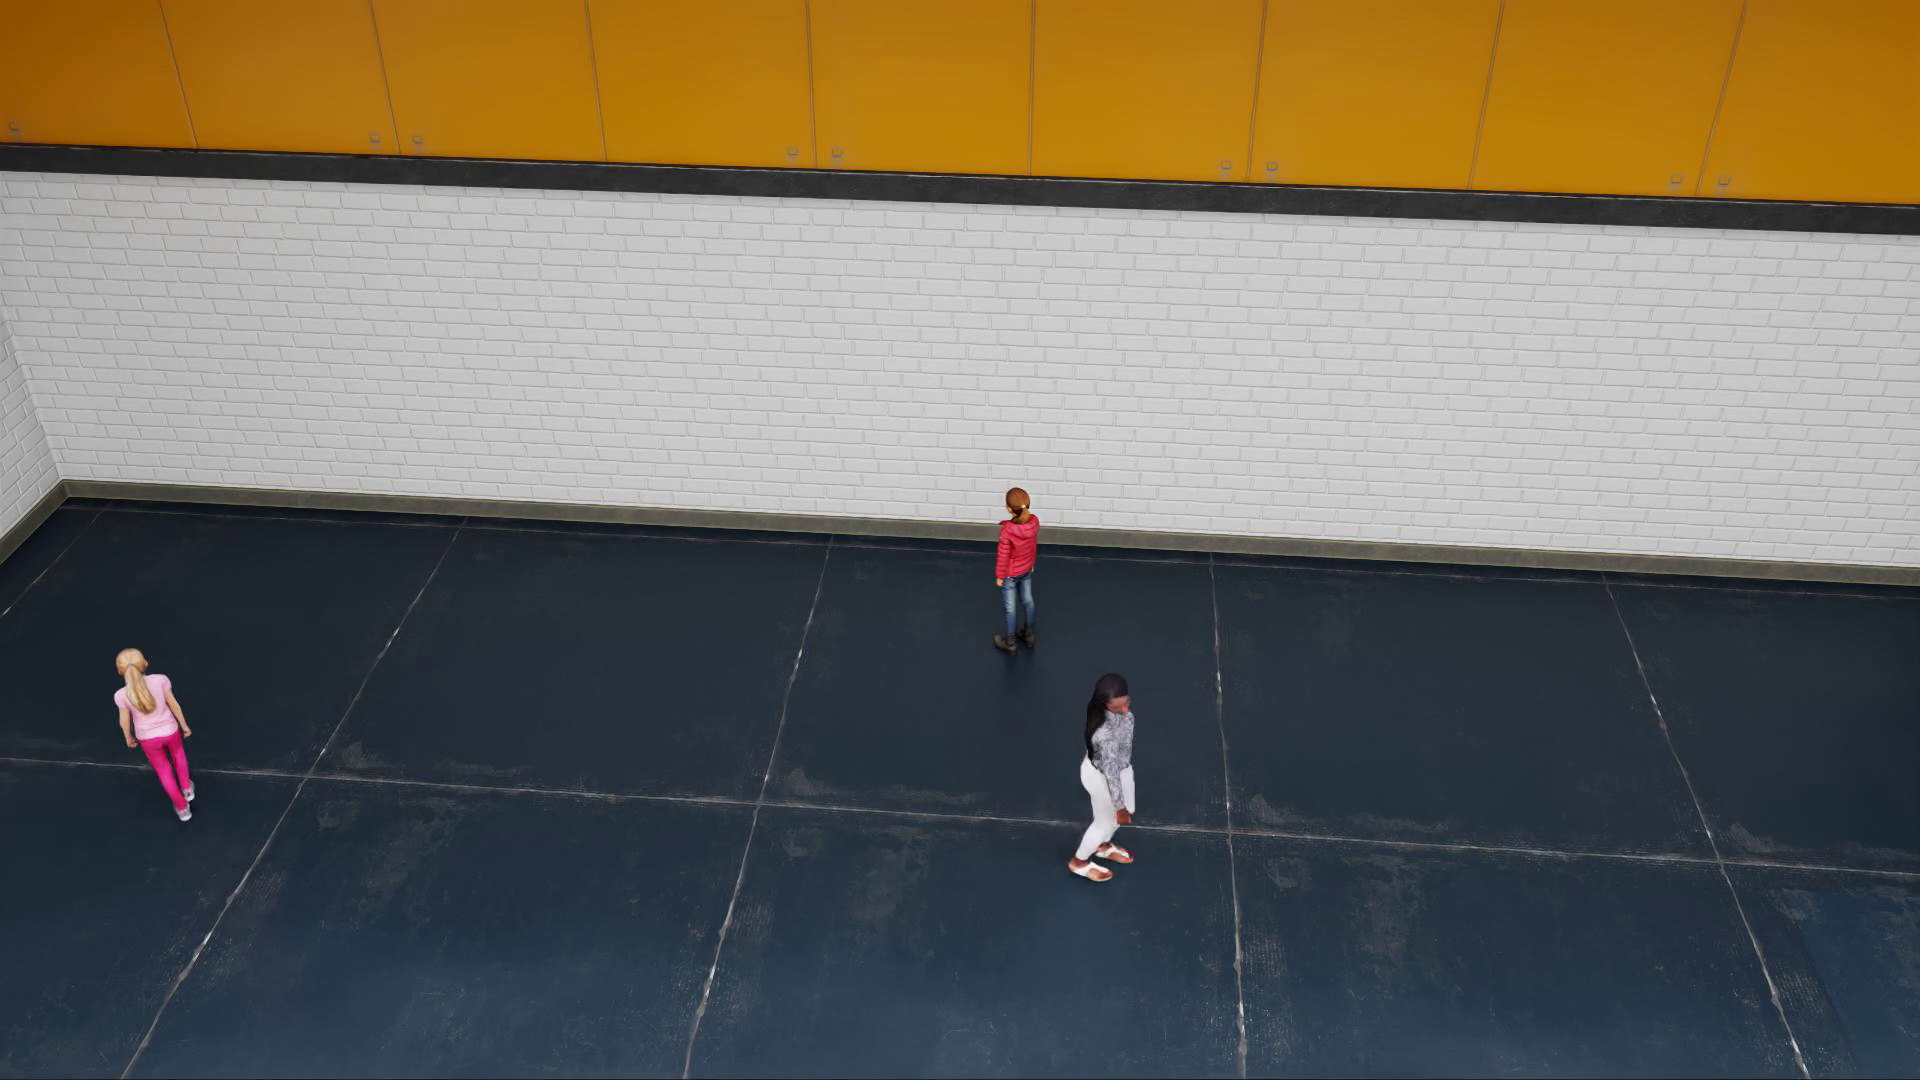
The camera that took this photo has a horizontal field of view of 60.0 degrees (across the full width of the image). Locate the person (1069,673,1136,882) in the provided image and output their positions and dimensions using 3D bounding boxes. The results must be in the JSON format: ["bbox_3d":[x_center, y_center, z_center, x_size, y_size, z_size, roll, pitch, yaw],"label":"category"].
[{"bbox_3d":[0.810,1.376,9.644,0.784,1.676,0.601,0,34,0],"label":"person"}]

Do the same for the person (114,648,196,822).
[{"bbox_3d":[-4.933,1.217,10.257,0.661,1.262,0.722,-22,39,-29],"label":"person"}]

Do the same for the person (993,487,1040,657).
[{"bbox_3d":[0.409,0.218,11.714,0.584,1.314,0.648,-27,42,-34],"label":"person"}]
